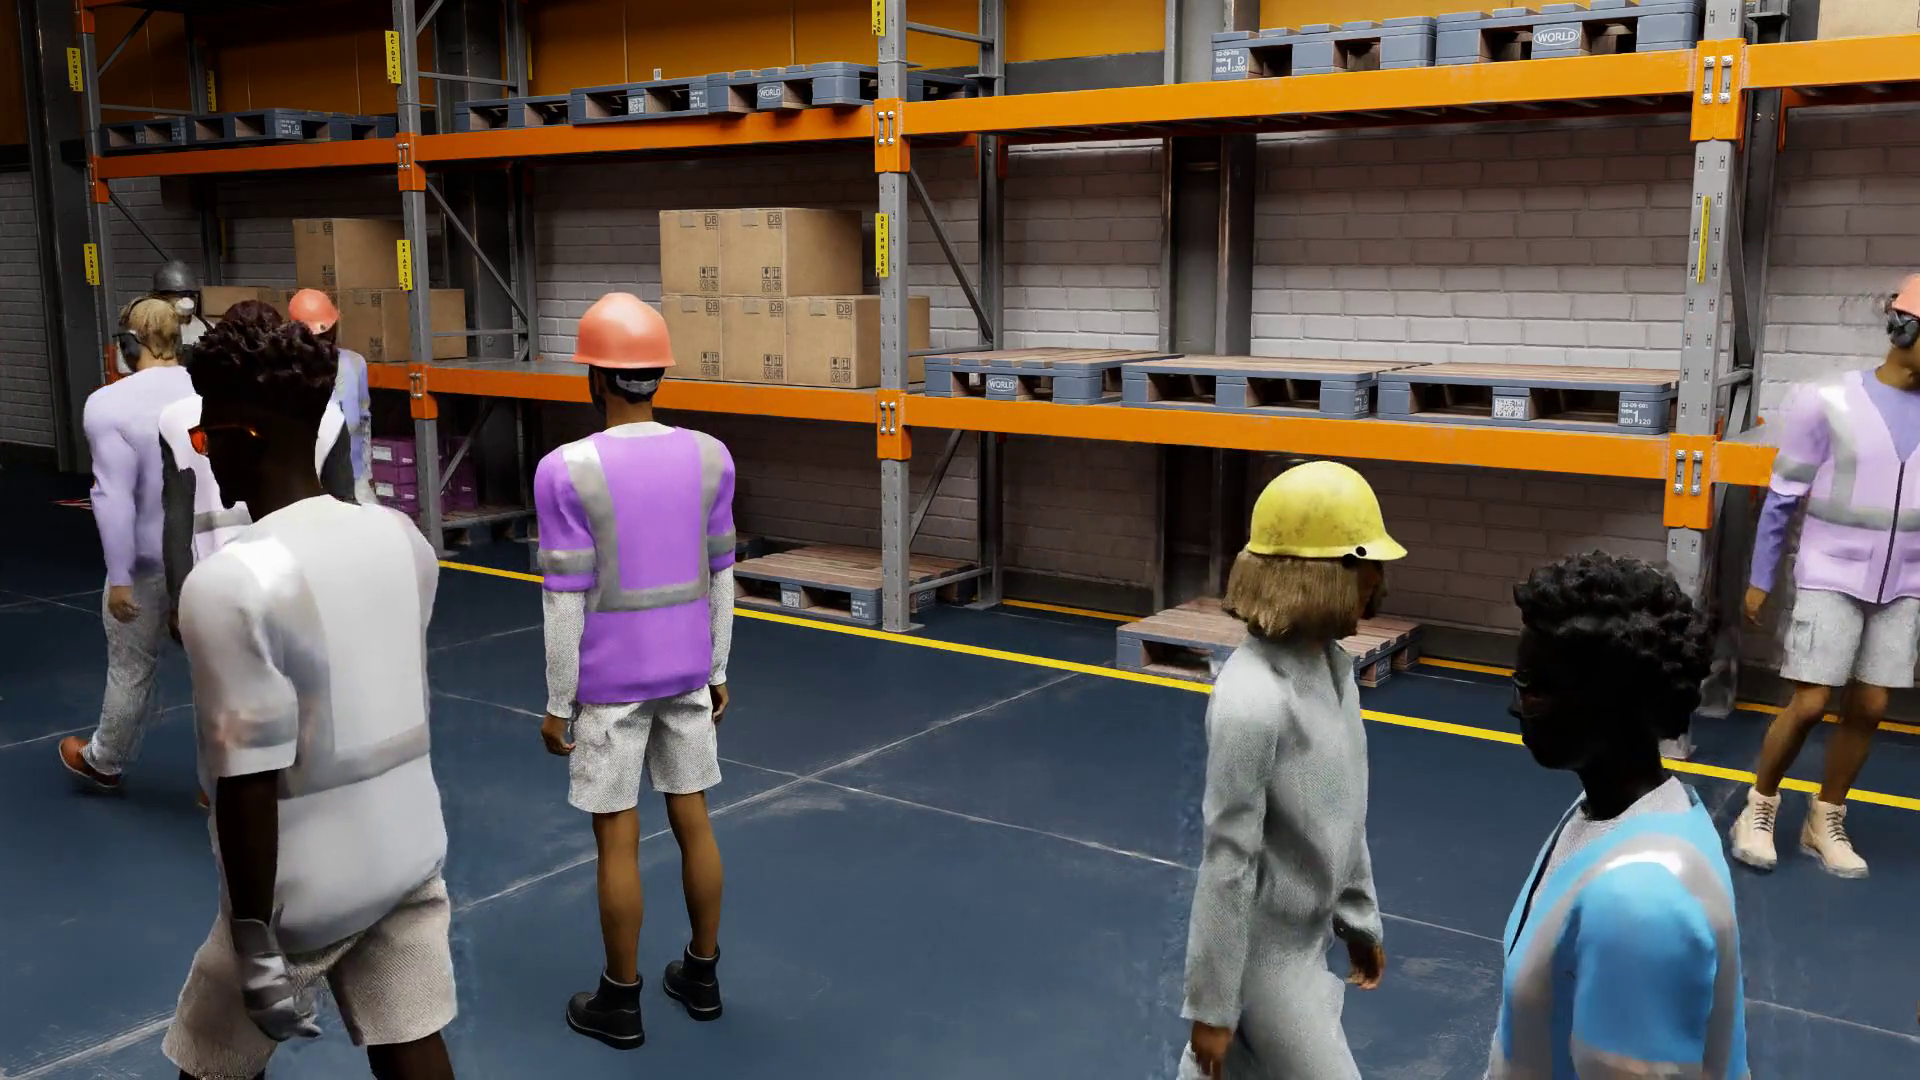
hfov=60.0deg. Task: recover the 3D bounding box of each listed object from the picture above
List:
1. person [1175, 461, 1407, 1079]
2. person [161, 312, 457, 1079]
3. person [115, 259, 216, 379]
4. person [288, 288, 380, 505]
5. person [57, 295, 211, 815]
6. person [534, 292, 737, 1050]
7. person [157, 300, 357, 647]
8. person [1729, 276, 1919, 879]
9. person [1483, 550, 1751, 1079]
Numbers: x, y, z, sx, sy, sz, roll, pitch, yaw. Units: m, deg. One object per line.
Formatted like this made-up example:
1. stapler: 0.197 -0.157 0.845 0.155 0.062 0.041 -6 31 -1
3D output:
1. person: 0.590 0.703 2.870 0.892 1.690 0.504 5 11 26
2. person: -1.235 0.570 2.969 0.932 1.922 0.609 3 10 20
3. person: -4.705 -0.689 10.141 0.536 2.000 0.687 5 11 27
4. person: -3.194 -0.341 8.524 0.455 1.887 0.647 6 11 31
5. person: -2.947 0.061 6.104 0.999 1.889 0.660 5 11 29
6. person: -0.837 0.341 4.304 0.545 1.942 0.350 -8 12 -39
7. person: -2.378 0.130 5.734 0.617 1.882 0.881 -3 10 -19
8. person: 2.929 0.139 5.341 0.634 1.994 0.553 1 10 5
9. person: 0.879 0.847 2.067 0.617 1.672 0.546 3 10 17
